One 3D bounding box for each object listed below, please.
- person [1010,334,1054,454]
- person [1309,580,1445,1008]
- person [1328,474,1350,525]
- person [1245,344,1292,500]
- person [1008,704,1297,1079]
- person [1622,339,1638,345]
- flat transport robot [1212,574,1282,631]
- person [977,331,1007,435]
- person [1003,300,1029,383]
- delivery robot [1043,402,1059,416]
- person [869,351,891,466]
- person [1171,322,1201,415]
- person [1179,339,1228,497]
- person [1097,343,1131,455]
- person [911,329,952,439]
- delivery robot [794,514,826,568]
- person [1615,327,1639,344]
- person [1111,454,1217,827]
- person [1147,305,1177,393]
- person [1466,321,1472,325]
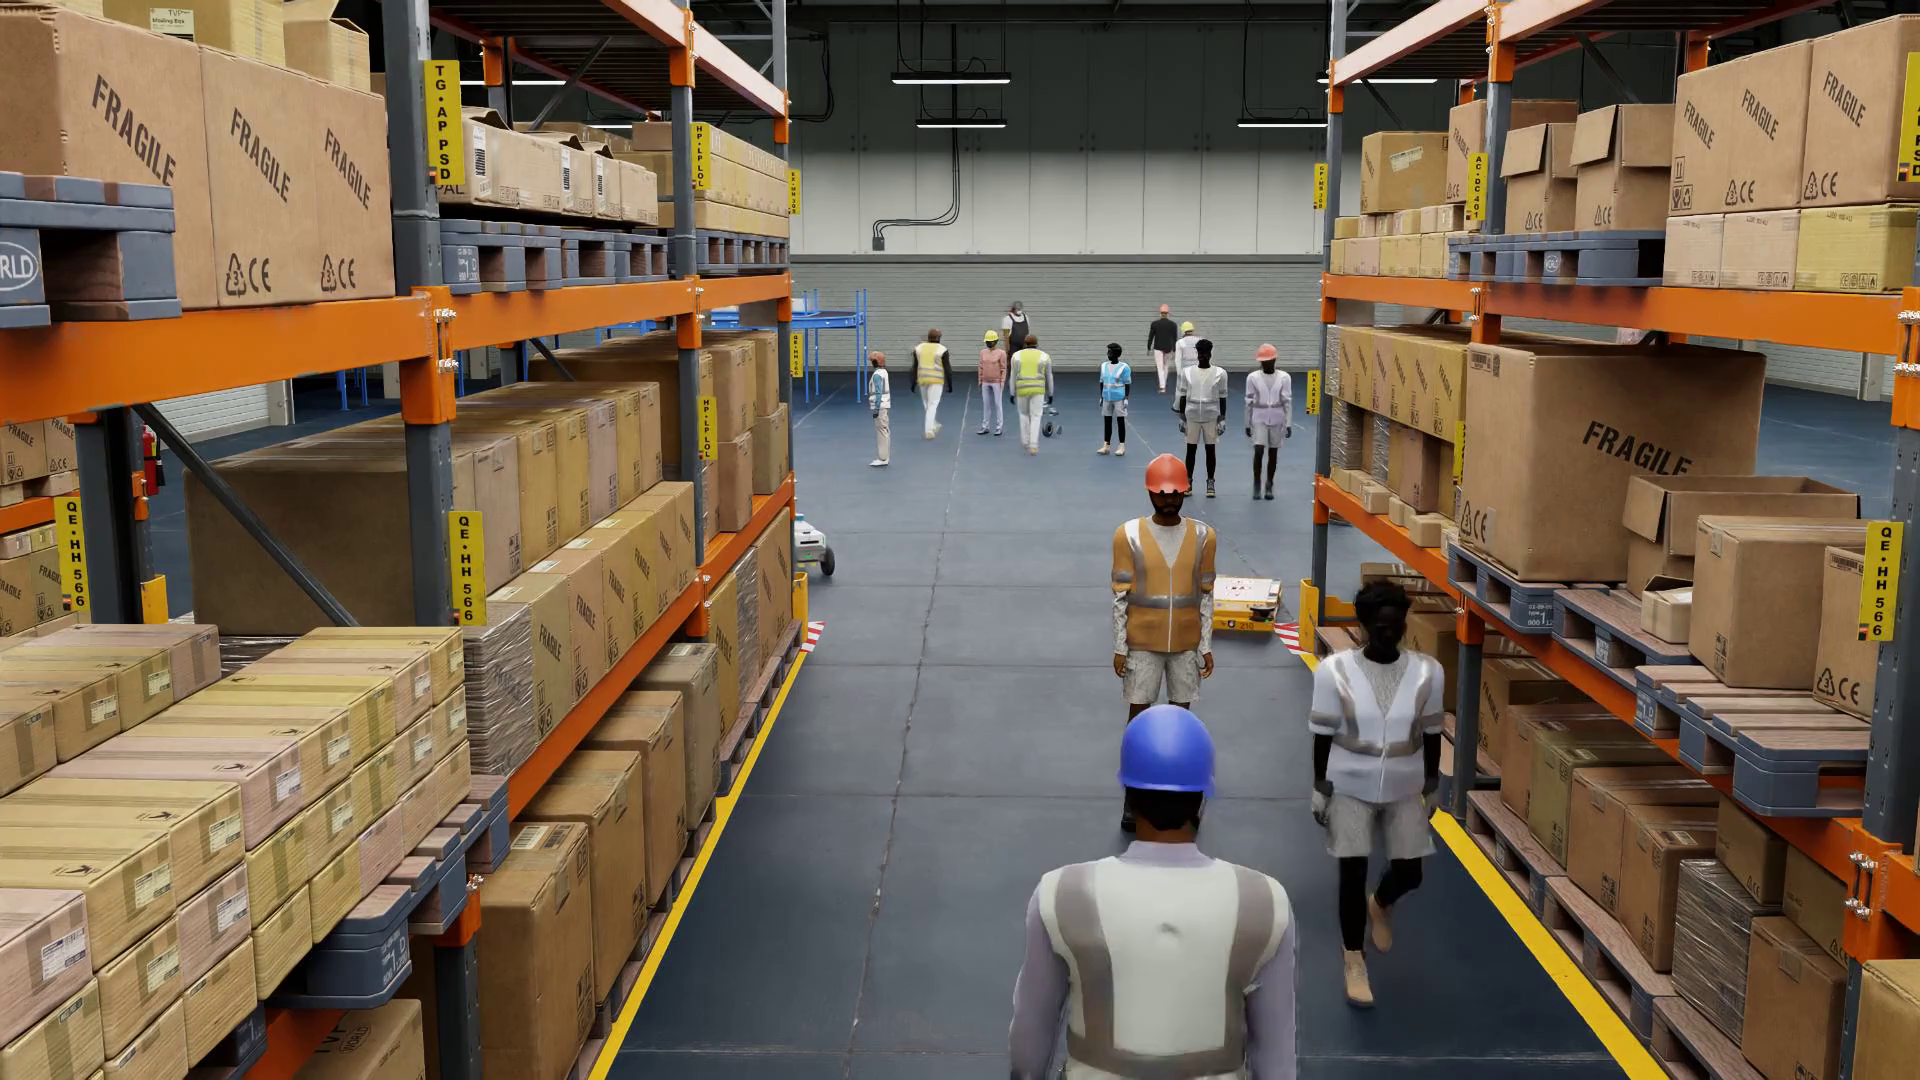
[{"bbox_3d":[1.113,-2.254,25.517,0.663,1.809,0.814,1,10,9],"label":"person"},{"bbox_3d":[1.637,0.970,6.609,0.541,1.687,0.472,0,9,2],"label":"person"},{"bbox_3d":[4.336,-1.160,18.578,0.407,1.942,0.615,5,11,27],"label":"person"},{"bbox_3d":[3.763,-1.423,20.250,0.552,1.907,0.761,1,10,4],"label":"person"},{"bbox_3d":[0.424,1.308,3.874,0.628,1.907,0.894,-1,9,-3],"label":"person"},{"bbox_3d":[9.211,-1.840,22.951,0.350,1.847,0.506,9,13,43],"label":"person"},{"bbox_3d":[2.299,0.504,13.747,0.652,0.197,1.431,2,10,13],"label":"flat transport robot"},{"bbox_3d":[0.533,-2.654,28.092,0.524,1.760,0.328,6,11,30],"label":"person"},{"bbox_3d":[1.408,-4.710,39.687,0.711,2.000,0.944,-4,10,-24],"label":"person"},{"bbox_3d":[1.426,-2.218,28.140,0.335,0.223,0.698,6,12,34],"label":"delivery robot"},{"bbox_3d":[-1.146,-1.878,23.801,0.315,1.636,0.514,1,10,7],"label":"person"},{"bbox_3d":[4.335,-3.243,31.566,0.592,1.787,0.947,-2,10,-14],"label":"person"},{"bbox_3d":[3.016,-1.522,20.707,0.603,1.959,0.376,3,10,15],"label":"person"},{"bbox_3d":[2.334,-2.133,25.144,0.535,1.699,0.322,7,12,37],"label":"person"},{"bbox_3d":[-0.424,-2.614,27.744,0.652,1.792,0.939,5,11,26],"label":"person"},{"bbox_3d":[-1.518,-0.002,15.648,0.477,0.478,0.707,-4,10,-22],"label":"delivery robot"},{"bbox_3d":[15.830,-4.558,39.503,0.523,1.757,0.368,9,13,43],"label":"person"},{"bbox_3d":[1.049,0.519,8.546,0.546,1.938,0.360,-1,10,-6],"label":"person"},{"bbox_3d":[4.537,-4.280,37.297,0.622,1.947,1.018,-1,10,-6],"label":"person"},{"bbox_3d":[8.148,-2.486,26.425,1.074,1.998,0.622,-2,10,-10],"label":"person"}]
